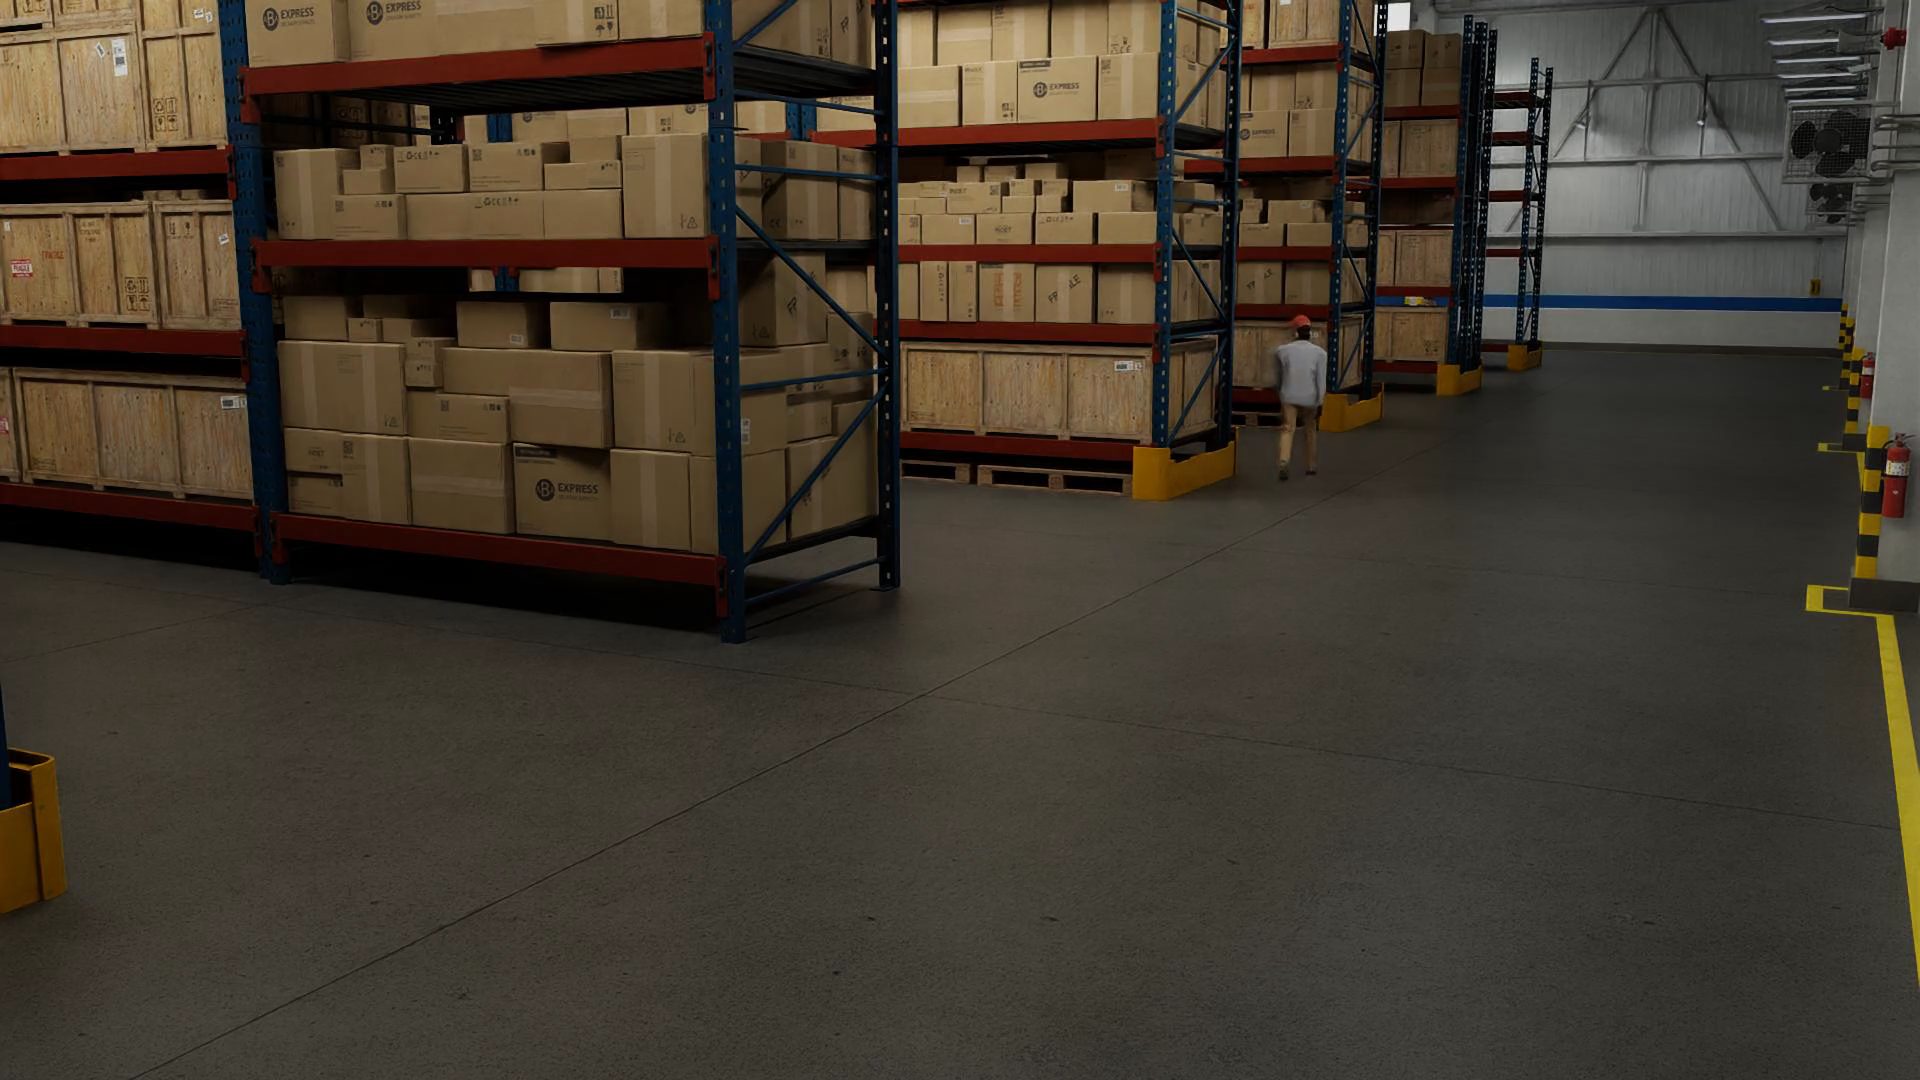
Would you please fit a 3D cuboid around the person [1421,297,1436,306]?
[{"bbox_3d":[9.334,-4.217,33.249,0.307,1.640,0.518,8,13,40],"label":"person"}]

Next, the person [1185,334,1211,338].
[{"bbox_3d":[2.802,-2.118,20.291,0.587,1.915,0.612,-2,10,-12],"label":"person"}]

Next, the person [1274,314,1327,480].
[{"bbox_3d":[3.504,-1.474,17.178,0.555,1.712,0.799,3,10,18],"label":"person"}]
